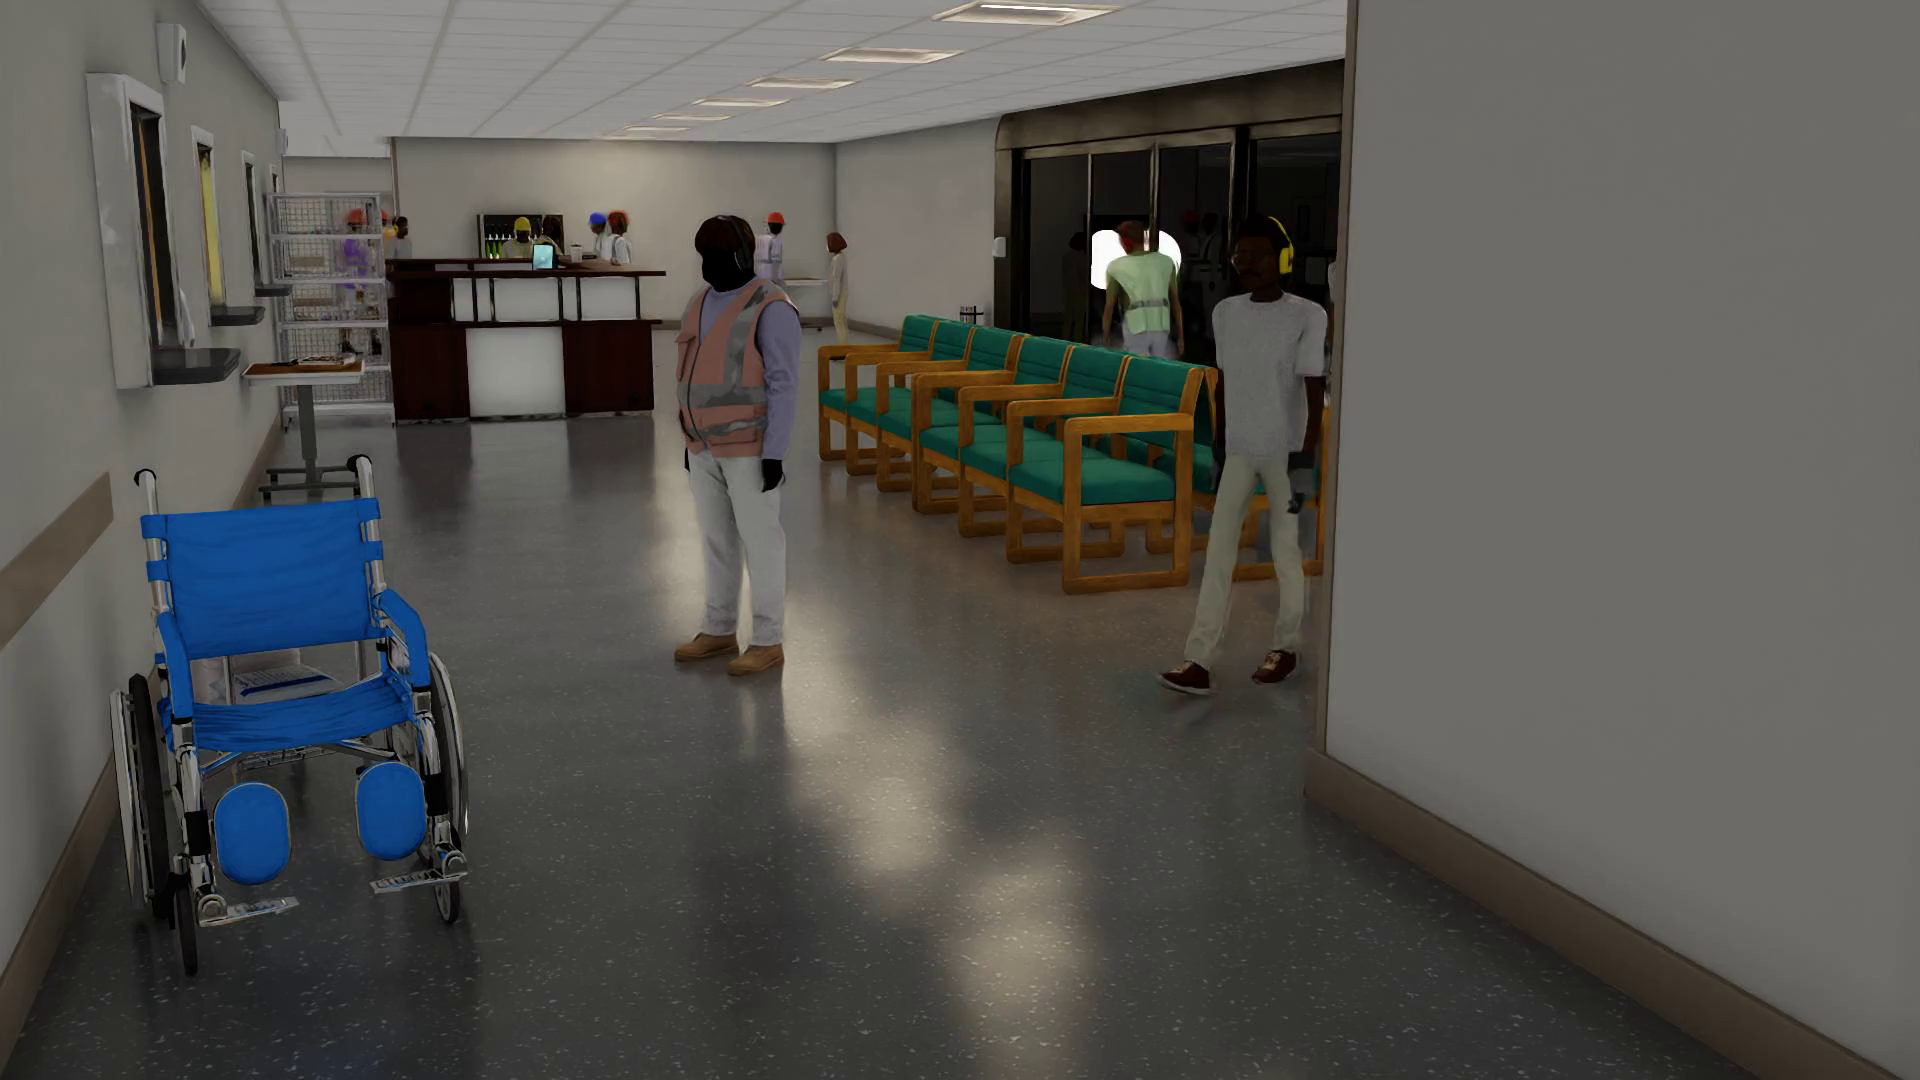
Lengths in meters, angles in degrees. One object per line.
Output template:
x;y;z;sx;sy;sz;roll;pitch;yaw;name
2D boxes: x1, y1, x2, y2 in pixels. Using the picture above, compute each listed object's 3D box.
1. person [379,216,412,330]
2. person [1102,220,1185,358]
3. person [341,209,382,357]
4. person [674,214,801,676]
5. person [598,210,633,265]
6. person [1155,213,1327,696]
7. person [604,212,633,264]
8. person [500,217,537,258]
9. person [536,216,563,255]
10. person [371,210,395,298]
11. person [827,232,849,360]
-8.162;-3.787;24.199;0.790;1.845;0.527;2;11;12;person
1.420;-1.571;12.917;0.593;1.797;0.546;-3;12;-17;person
-7.700;-3.304;21.519;0.816;1.906;0.565;-1;11;-3;person
-0.921;-0.378;6.716;0.623;1.839;0.429;10;15;42;person
-4.464;-3.334;21.686;0.569;1.915;0.473;8;14;37;person
1.088;-0.294;6.282;0.557;1.829;0.914;9;14;38;person
-4.334;-3.229;21.217;0.355;1.884;0.575;-7;13;-33;person
-5.811;-3.388;22.197;0.595;1.823;0.403;-5;12;-25;person
-5.348;-3.307;21.773;0.431;1.834;0.626;-1;11;-7;person
-10.898;-5.253;31.469;0.551;1.934;0.372;-10;15;-42;person
-1.559;-3.103;21.247;0.285;1.627;0.504;1;11;3;person
